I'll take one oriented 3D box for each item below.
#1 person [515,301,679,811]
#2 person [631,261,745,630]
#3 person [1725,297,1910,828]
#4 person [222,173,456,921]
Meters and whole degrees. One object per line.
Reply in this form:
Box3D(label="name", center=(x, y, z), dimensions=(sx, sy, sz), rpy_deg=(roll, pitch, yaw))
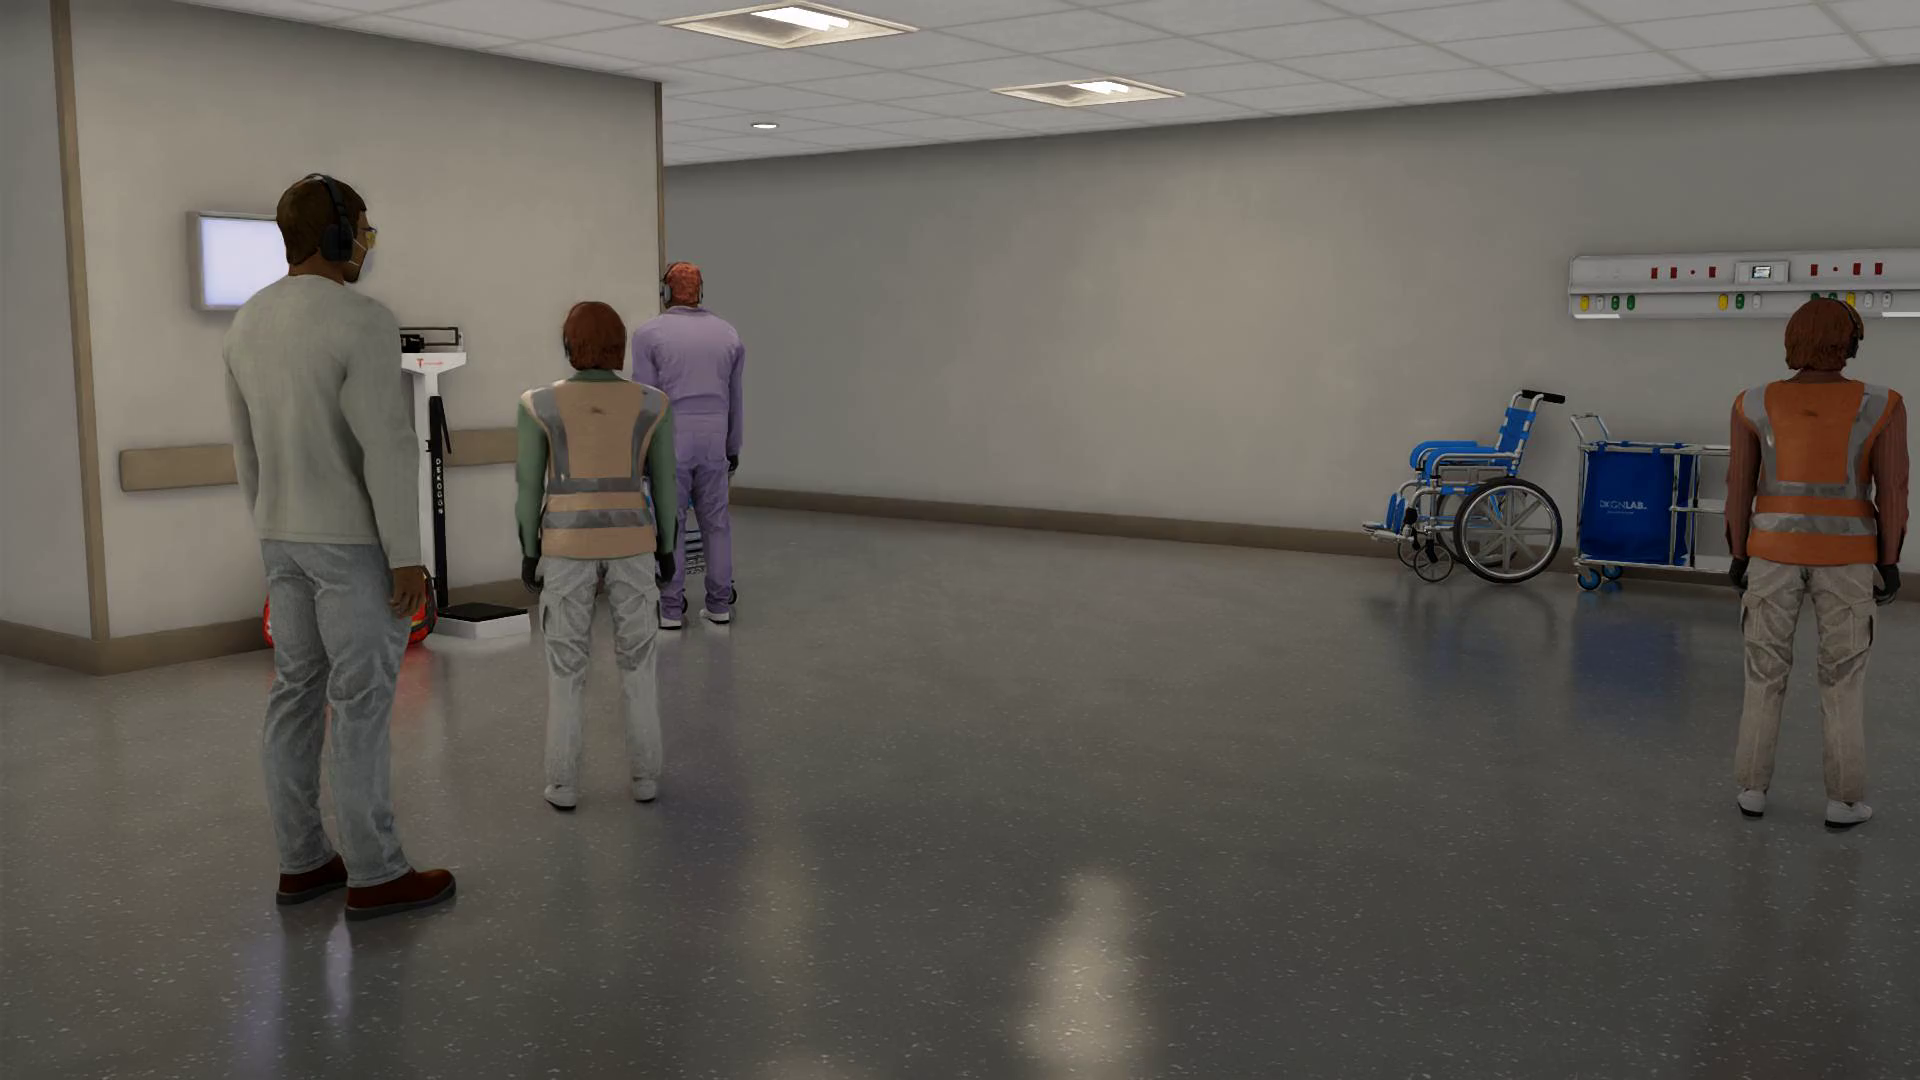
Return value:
Box3D(label="person", center=(-1.160, 0.052, 5.363), dimensions=(0.519, 1.632, 0.313), rpy_deg=(-2, 7, -18))
Box3D(label="person", center=(-1.432, -0.488, 8.658), dimensions=(0.648, 1.902, 0.399), rpy_deg=(-6, 9, -39))
Box3D(label="person", center=(2.647, 0.072, 5.171), dimensions=(0.512, 1.641, 0.307), rpy_deg=(5, 9, 34))
Box3D(label="person", center=(-1.643, 0.023, 4.375), dimensions=(0.632, 1.940, 0.372), rpy_deg=(4, 8, 31))
